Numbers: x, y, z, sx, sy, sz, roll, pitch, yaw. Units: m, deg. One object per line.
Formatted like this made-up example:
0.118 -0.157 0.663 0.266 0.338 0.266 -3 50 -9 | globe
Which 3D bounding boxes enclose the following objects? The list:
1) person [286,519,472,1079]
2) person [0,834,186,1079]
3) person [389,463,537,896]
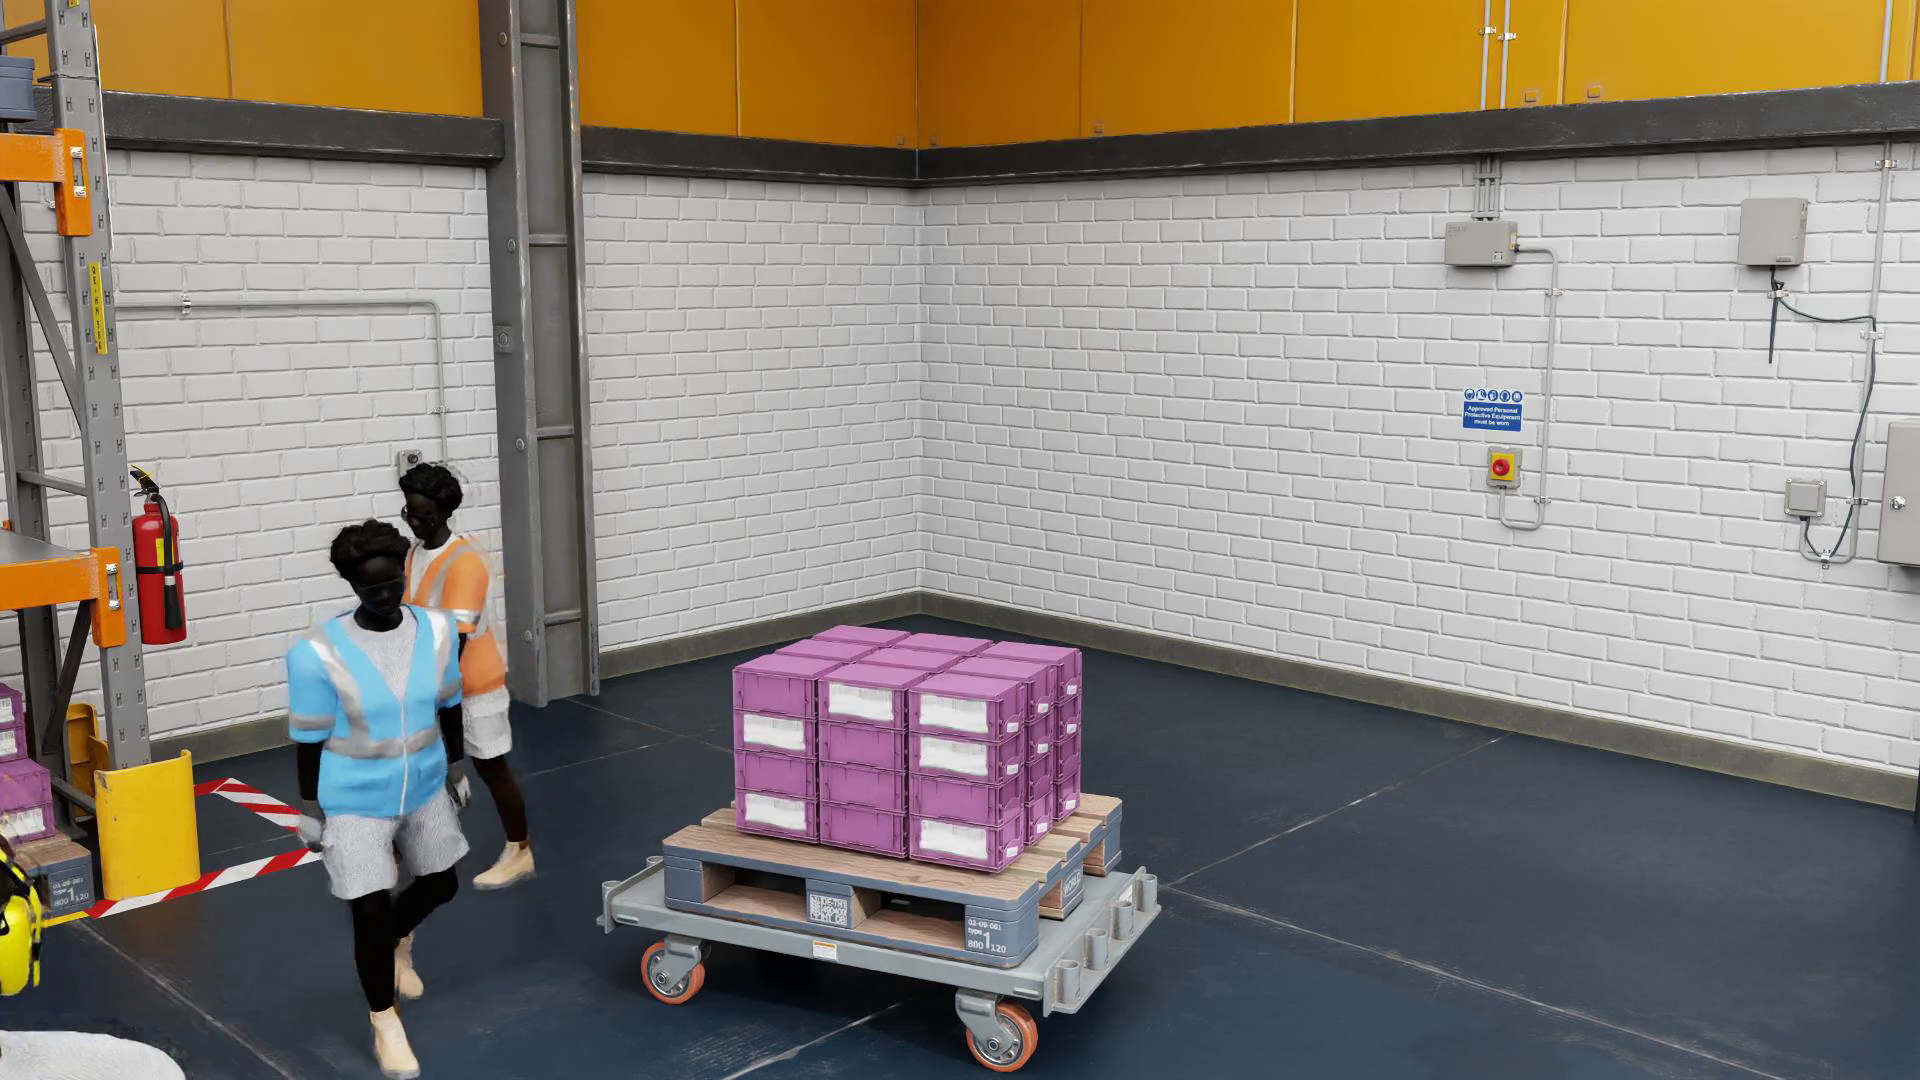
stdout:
-1.736 0.739 4.914 0.599 1.673 0.544 9 13 44 | person
-1.124 1.149 1.949 0.540 1.830 0.950 -2 10 -13 | person
-1.956 0.540 6.144 0.538 1.654 0.803 9 13 43 | person
